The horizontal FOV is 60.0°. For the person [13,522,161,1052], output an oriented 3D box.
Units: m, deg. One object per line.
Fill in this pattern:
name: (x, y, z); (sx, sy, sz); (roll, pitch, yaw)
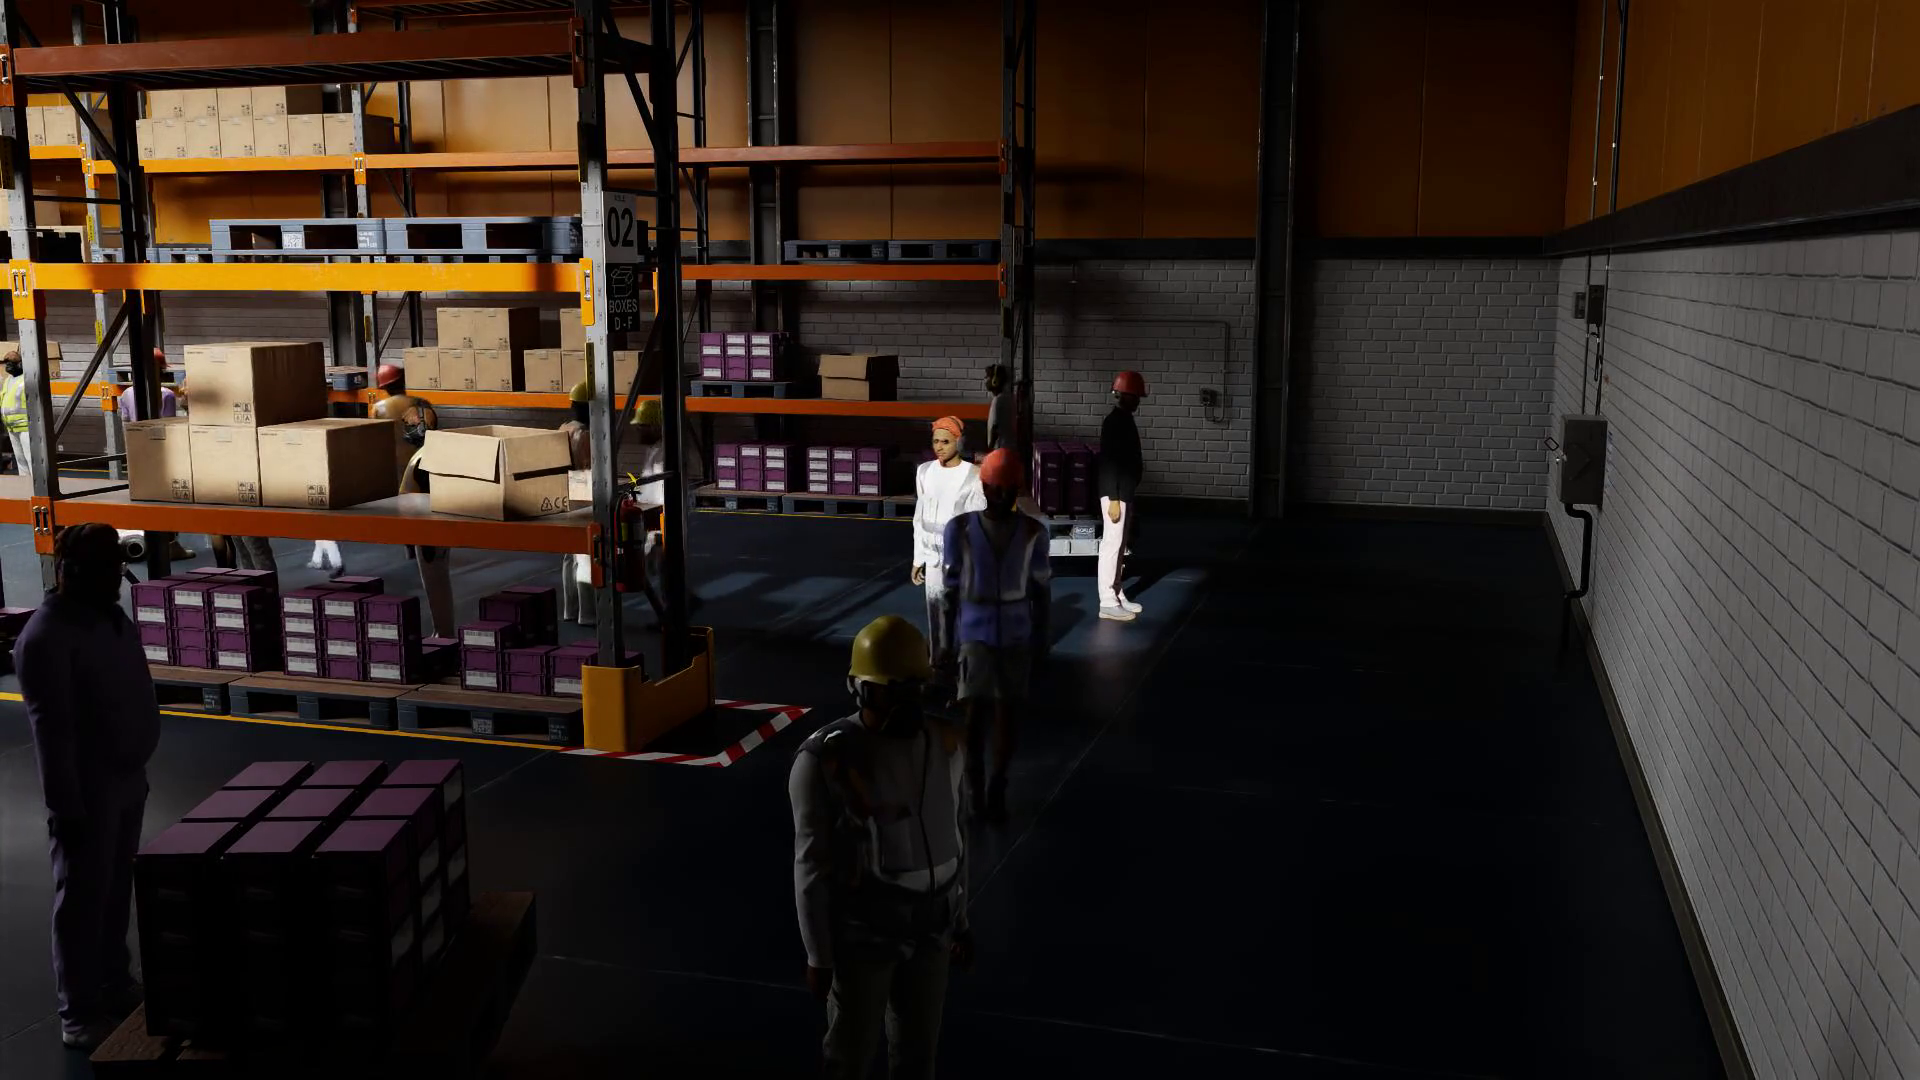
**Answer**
person: (-3.105, 0.879, 6.038); (0.402, 1.904, 0.651); (-1, 9, -6)

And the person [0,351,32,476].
person: (-11.058, -1.314, 19.636); (0.624, 1.837, 0.428); (6, 11, 34)

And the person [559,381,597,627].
person: (-2.945, -0.287, 13.081); (0.385, 1.922, 0.594); (-7, 12, -37)

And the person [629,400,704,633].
person: (-2.280, -0.170, 12.731); (0.476, 1.813, 0.623); (-2, 10, -14)

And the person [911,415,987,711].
person: (-0.059, 0.141, 10.617); (0.577, 1.880, 0.353); (7, 12, 38)

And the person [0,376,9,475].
person: (-11.841, -1.409, 20.185); (0.351, 1.839, 0.521); (7, 11, 35)

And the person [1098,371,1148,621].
person: (1.306, -0.363, 13.355); (0.402, 1.985, 0.613); (3, 10, 19)

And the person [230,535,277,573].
person: (-5.663, -0.310, 13.177); (0.635, 1.939, 0.362); (9, 13, 43)

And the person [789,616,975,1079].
person: (-0.198, 1.116, 4.805); (0.590, 1.833, 0.404); (-7, 12, -37)

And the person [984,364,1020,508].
person: (0.463, -0.866, 16.890); (0.865, 1.841, 0.527); (1, 9, 7)

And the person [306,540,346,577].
person: (-5.833, -0.532, 15.172); (0.826, 1.727, 0.527); (7, 12, 38)

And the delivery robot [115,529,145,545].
delivery robot: (-8.099, -0.110, 15.881); (0.707, 0.478, 0.477); (-2, 10, -15)

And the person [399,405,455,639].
person: (-3.804, -0.047, 11.910); (0.430, 1.836, 0.619); (-2, 10, -13)

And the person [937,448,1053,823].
person: (0.182, 0.492, 8.338); (0.587, 1.919, 0.457); (-1, 9, -7)

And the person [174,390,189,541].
person: (-7.456, -0.711, 16.349); (0.846, 1.698, 0.523); (0, 9, 2)

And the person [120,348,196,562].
person: (-7.690, -0.812, 15.918); (0.609, 2.044, 0.394); (3, 10, 18)

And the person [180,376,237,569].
person: (-6.555, -0.525, 14.496); (0.372, 1.933, 0.552); (-1, 9, -4)

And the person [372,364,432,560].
person: (-5.307, -0.733, 15.942); (0.572, 1.892, 0.402); (-3, 10, -18)
